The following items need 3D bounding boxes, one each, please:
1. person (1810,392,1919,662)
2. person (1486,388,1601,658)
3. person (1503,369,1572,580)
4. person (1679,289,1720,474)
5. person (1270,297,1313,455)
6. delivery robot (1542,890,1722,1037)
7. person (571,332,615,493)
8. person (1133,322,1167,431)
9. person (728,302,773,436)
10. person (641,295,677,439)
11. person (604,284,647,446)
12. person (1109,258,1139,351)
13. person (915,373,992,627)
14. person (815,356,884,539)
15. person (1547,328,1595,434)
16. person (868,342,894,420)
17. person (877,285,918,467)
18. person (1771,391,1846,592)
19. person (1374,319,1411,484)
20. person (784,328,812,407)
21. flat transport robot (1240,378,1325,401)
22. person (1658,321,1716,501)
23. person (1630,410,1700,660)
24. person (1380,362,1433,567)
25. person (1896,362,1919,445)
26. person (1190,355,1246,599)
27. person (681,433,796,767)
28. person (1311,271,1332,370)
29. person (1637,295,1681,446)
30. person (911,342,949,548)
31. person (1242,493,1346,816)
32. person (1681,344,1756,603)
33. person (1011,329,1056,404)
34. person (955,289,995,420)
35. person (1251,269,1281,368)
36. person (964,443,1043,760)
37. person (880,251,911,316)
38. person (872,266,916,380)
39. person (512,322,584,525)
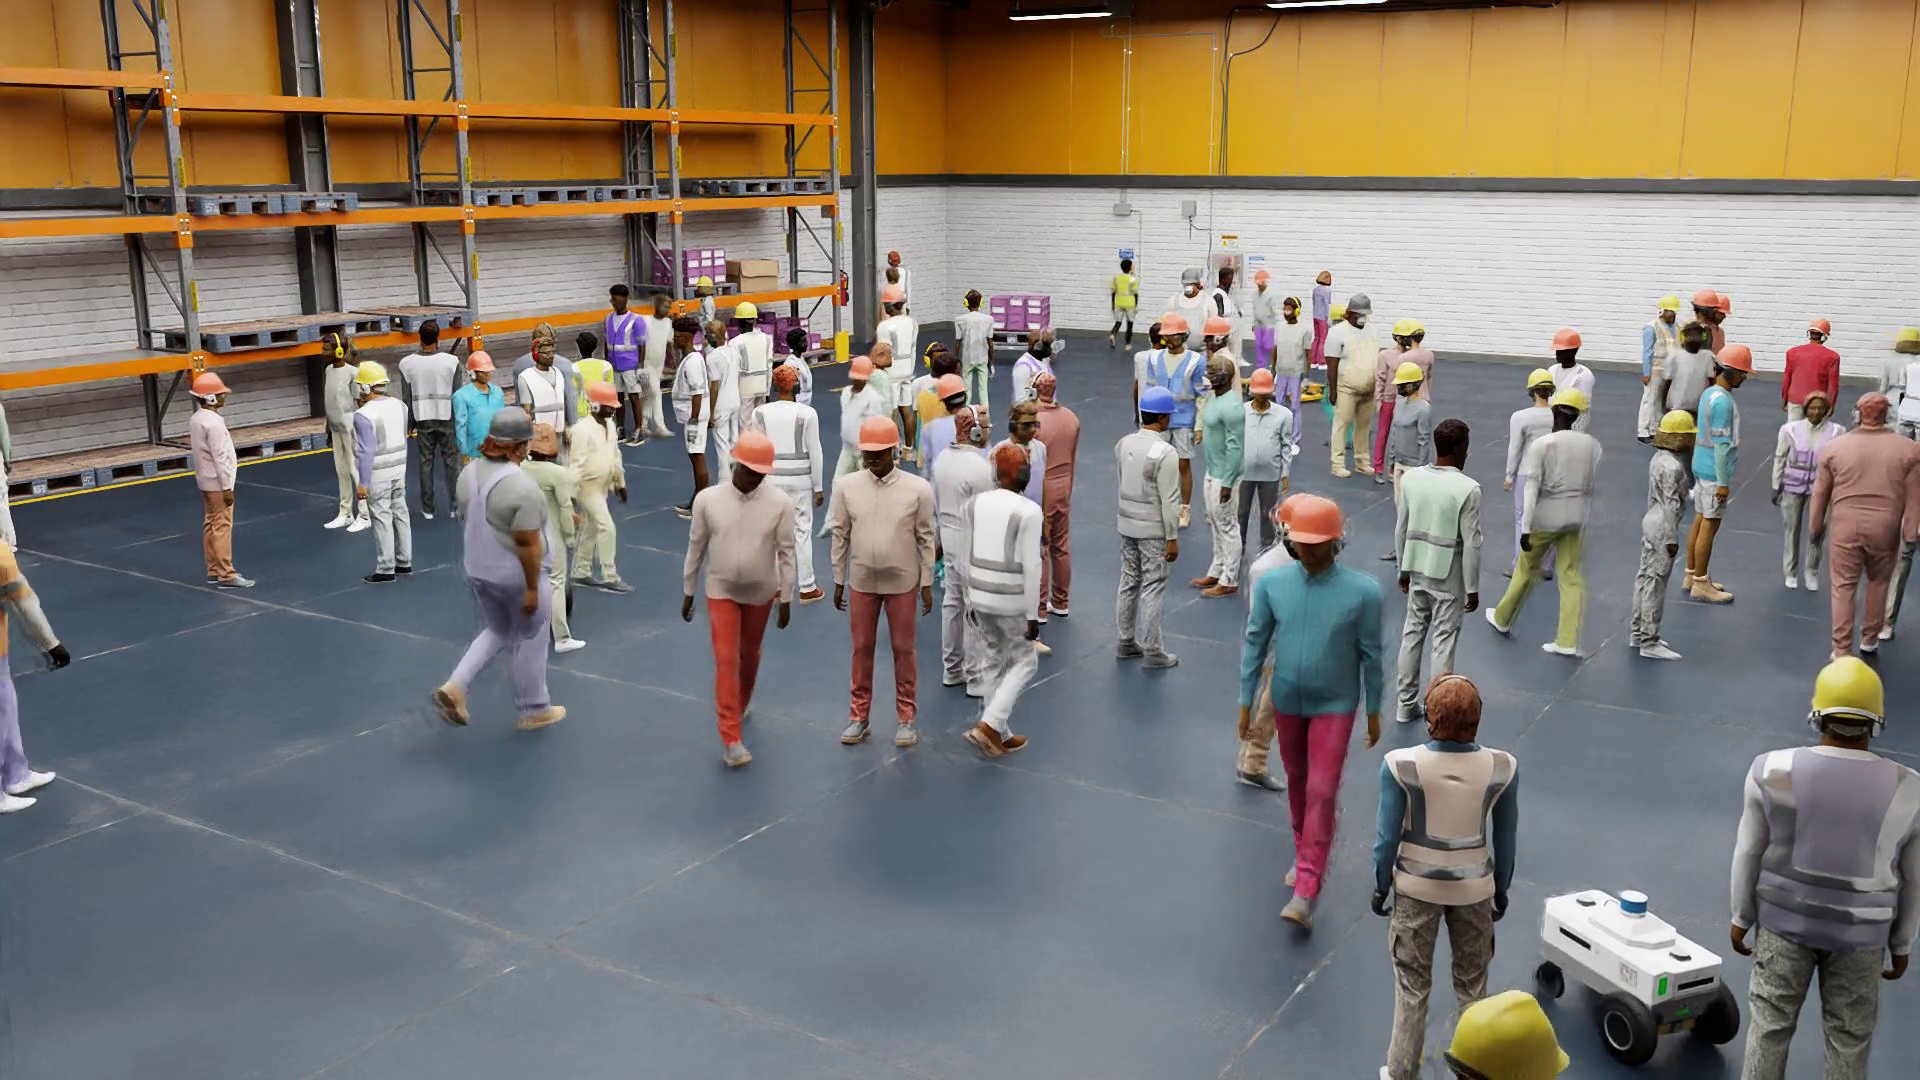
[{"bbox_3d":[6.265,-0.095,11.554,0.668,1.879,0.755,6,14,25],"label":"person"},{"bbox_3d":[4.194,-0.149,11.851,0.621,1.855,0.955,-3,13,-14],"label":"person"},{"bbox_3d":[4.754,-0.531,13.732,0.523,1.760,0.325,-1,13,-4],"label":"person"},{"bbox_3d":[8.143,-1.732,18.351,0.414,2.038,0.630,0,13,-1],"label":"person"},{"bbox_3d":[3.869,-1.927,19.557,0.517,1.865,0.328,9,16,35],"label":"person"},{"bbox_3d":[2.688,1.653,6.687,0.477,0.478,0.707,-5,14,-21],"label":"delivery robot"},{"bbox_3d":[-3.817,-1.303,17.208,0.533,1.697,0.322,-9,16,-33],"label":"person"},{"bbox_3d":[1.953,-1.256,16.675,0.345,1.857,0.525,-12,18,-43],"label":"person"},{"bbox_3d":[-2.282,-1.609,18.033,0.362,1.928,0.587,11,17,39],"label":"person"},{"bbox_3d":[-3.789,-2.157,20.721,0.842,1.781,0.518,11,17,40],"label":"person"},{"bbox_3d":[-4.080,-2.122,20.172,0.613,1.963,0.361,7,15,28],"label":"person"},{"bbox_3d":[2.946,-4.216,29.869,0.541,1.683,0.533,7,15,28],"label":"person"},{"bbox_3d":[-0.051,-0.255,12.190,0.683,1.922,0.684,10,16,36],"label":"person"},{"bbox_3d":[-0.940,-0.837,15.206,0.634,1.703,0.591,-11,17,-39],"label":"person"},{"bbox_3d":[5.552,-0.990,15.350,0.387,1.929,0.546,-5,14,-22],"label":"person"},{"bbox_3d":[-0.787,-1.188,16.851,0.284,1.633,0.497,-4,14,-17],"label":"person"},{"bbox_3d":[-0.740,-1.854,18.837,0.365,2.047,0.608,10,16,36],"label":"person"},{"bbox_3d":[6.808,-0.386,13.375,0.538,1.621,0.477,6,14,23],"label":"person"},{"bbox_3d":[4.695,-1.481,17.830,0.522,1.769,0.317,-3,13,-12],"label":"person"},{"bbox_3d":[-1.722,-1.397,17.616,0.320,1.698,0.531,1,13,6],"label":"person"},{"bbox_3d":[4.674,-2.218,24.301,0.652,0.197,1.431,-10,16,-37],"label":"flat transport robot"},{"bbox_3d":[7.494,-1.325,17.053,0.514,1.815,0.958,-2,13,-7],"label":"person"},{"bbox_3d":[4.948,-0.047,11.662,0.306,1.745,0.483,2,13,10],"label":"person"},{"bbox_3d":[3.826,-0.645,14.230,0.345,1.758,0.532,-4,13,-15],"label":"person"},{"bbox_3d":[9.783,-1.235,16.943,0.319,1.687,0.538,-6,14,-23],"label":"person"},{"bbox_3d":[2.076,-0.501,13.205,0.374,1.939,0.628,-1,13,-3],"label":"person"},{"bbox_3d":[-1.304,0.299,9.802,0.674,1.921,1.043,-2,13,-10],"label":"person"},{"bbox_3d":[5.987,-3.628,27.455,0.309,1.626,0.500,-4,14,-17],"label":"person"},{"bbox_3d":[8.526,-2.063,20.219,0.600,1.827,0.403,-8,15,-32],"label":"person"},{"bbox_3d":[-0.197,-0.837,14.813,0.537,1.869,0.312,-10,16,-36],"label":"person"},{"bbox_3d":[1.848,0.597,8.917,0.828,1.712,0.584,12,17,42],"label":"person"},{"bbox_3d":[5.985,-0.530,13.117,0.385,2.035,0.610,3,13,13],"label":"person"},{"bbox_3d":[0.724,-1.137,16.217,0.429,1.826,0.647,5,14,23],"label":"person"},{"bbox_3d":[0.179,-2.178,20.662,0.509,1.860,0.334,-1,13,-5],"label":"person"},{"bbox_3d":[4.879,-3.462,26.533,0.539,1.722,0.570,-8,15,-31],"label":"person"},{"bbox_3d":[0.231,0.371,9.603,0.583,1.863,0.514,11,17,39],"label":"person"},{"bbox_3d":[-1.111,-4.006,28.521,0.574,1.886,0.356,-7,15,-28],"label":"person"},{"bbox_3d":[-1.087,-3.330,25.777,0.962,1.808,0.523,-10,16,-37],"label":"person"},{"bbox_3d":[-3.889,-1.083,15.728,0.627,1.941,0.370,4,13,16],"label":"person"}]
